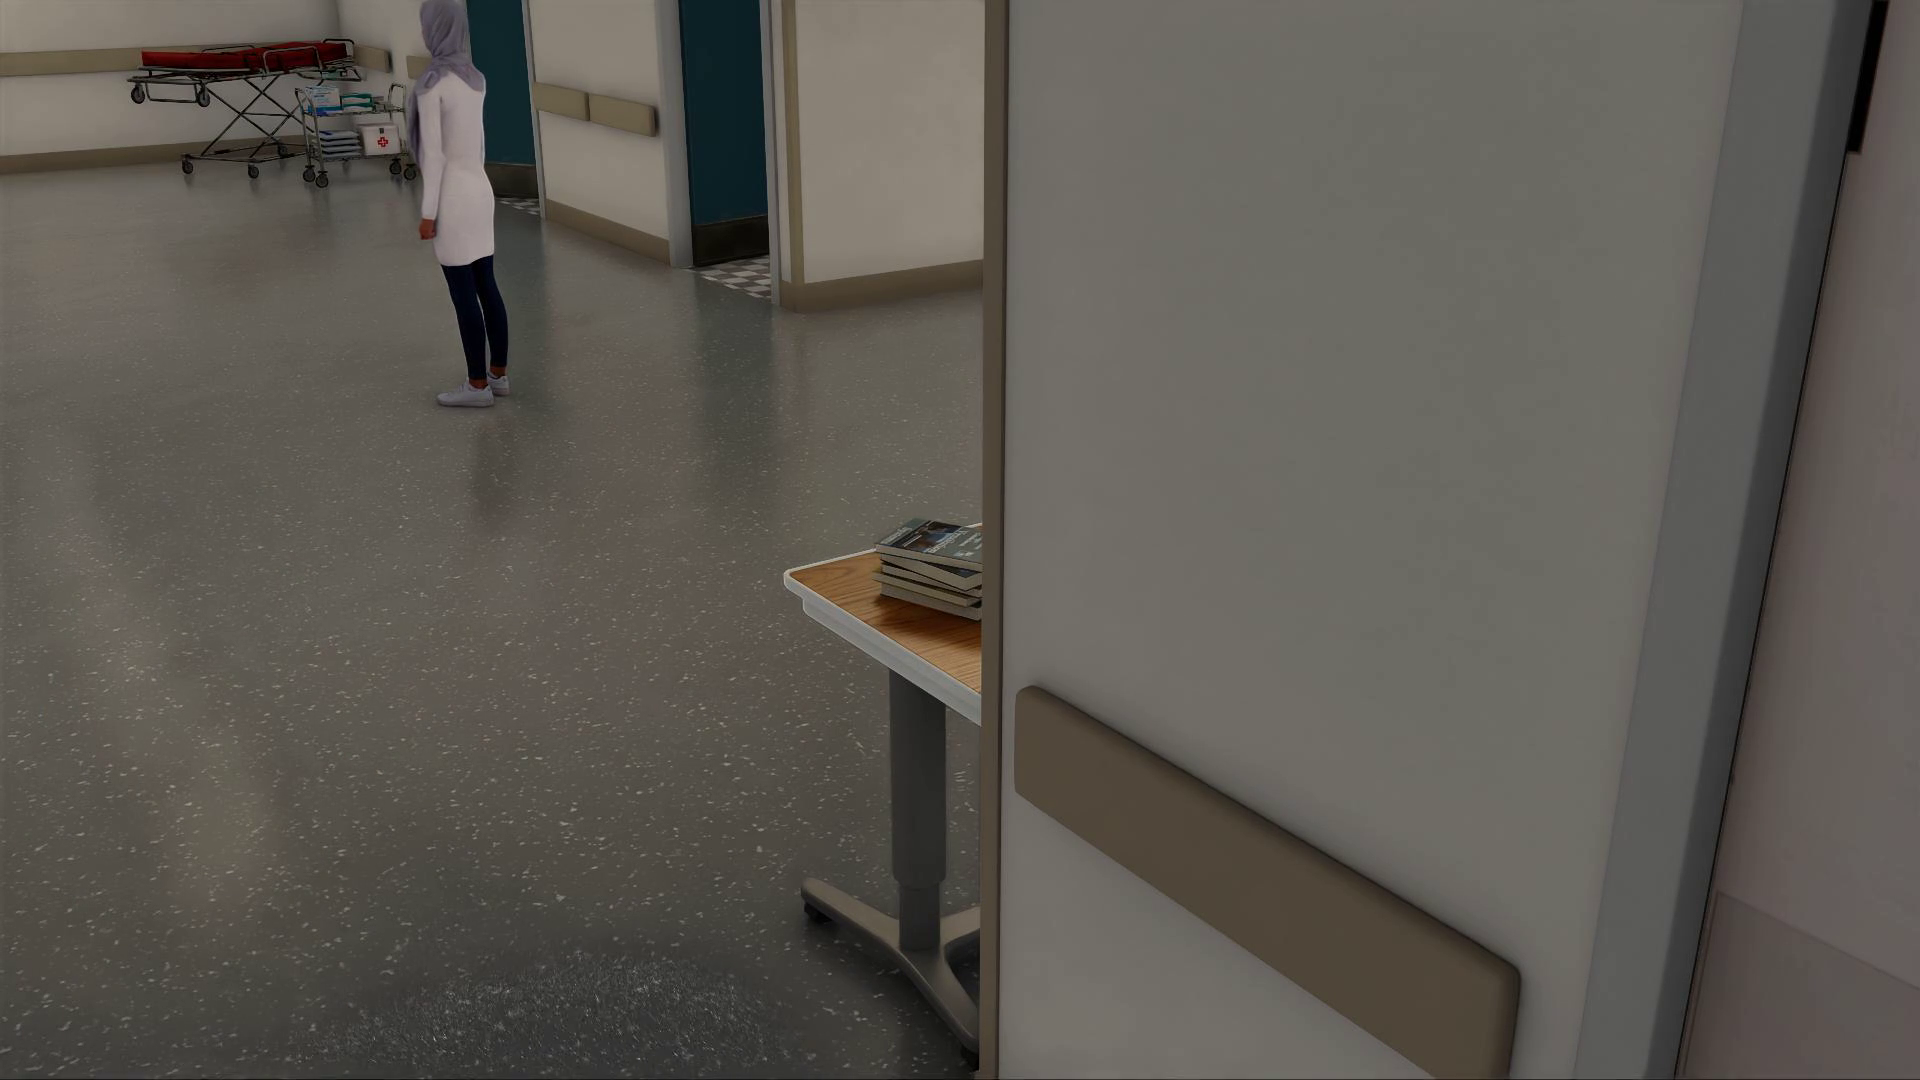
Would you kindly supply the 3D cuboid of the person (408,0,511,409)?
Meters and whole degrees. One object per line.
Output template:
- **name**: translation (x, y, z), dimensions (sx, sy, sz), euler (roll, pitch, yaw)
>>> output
- **person**: translation (-2.218, -1.484, 7.410), dimensions (0.723, 1.776, 0.688), euler (6, 22, 15)
